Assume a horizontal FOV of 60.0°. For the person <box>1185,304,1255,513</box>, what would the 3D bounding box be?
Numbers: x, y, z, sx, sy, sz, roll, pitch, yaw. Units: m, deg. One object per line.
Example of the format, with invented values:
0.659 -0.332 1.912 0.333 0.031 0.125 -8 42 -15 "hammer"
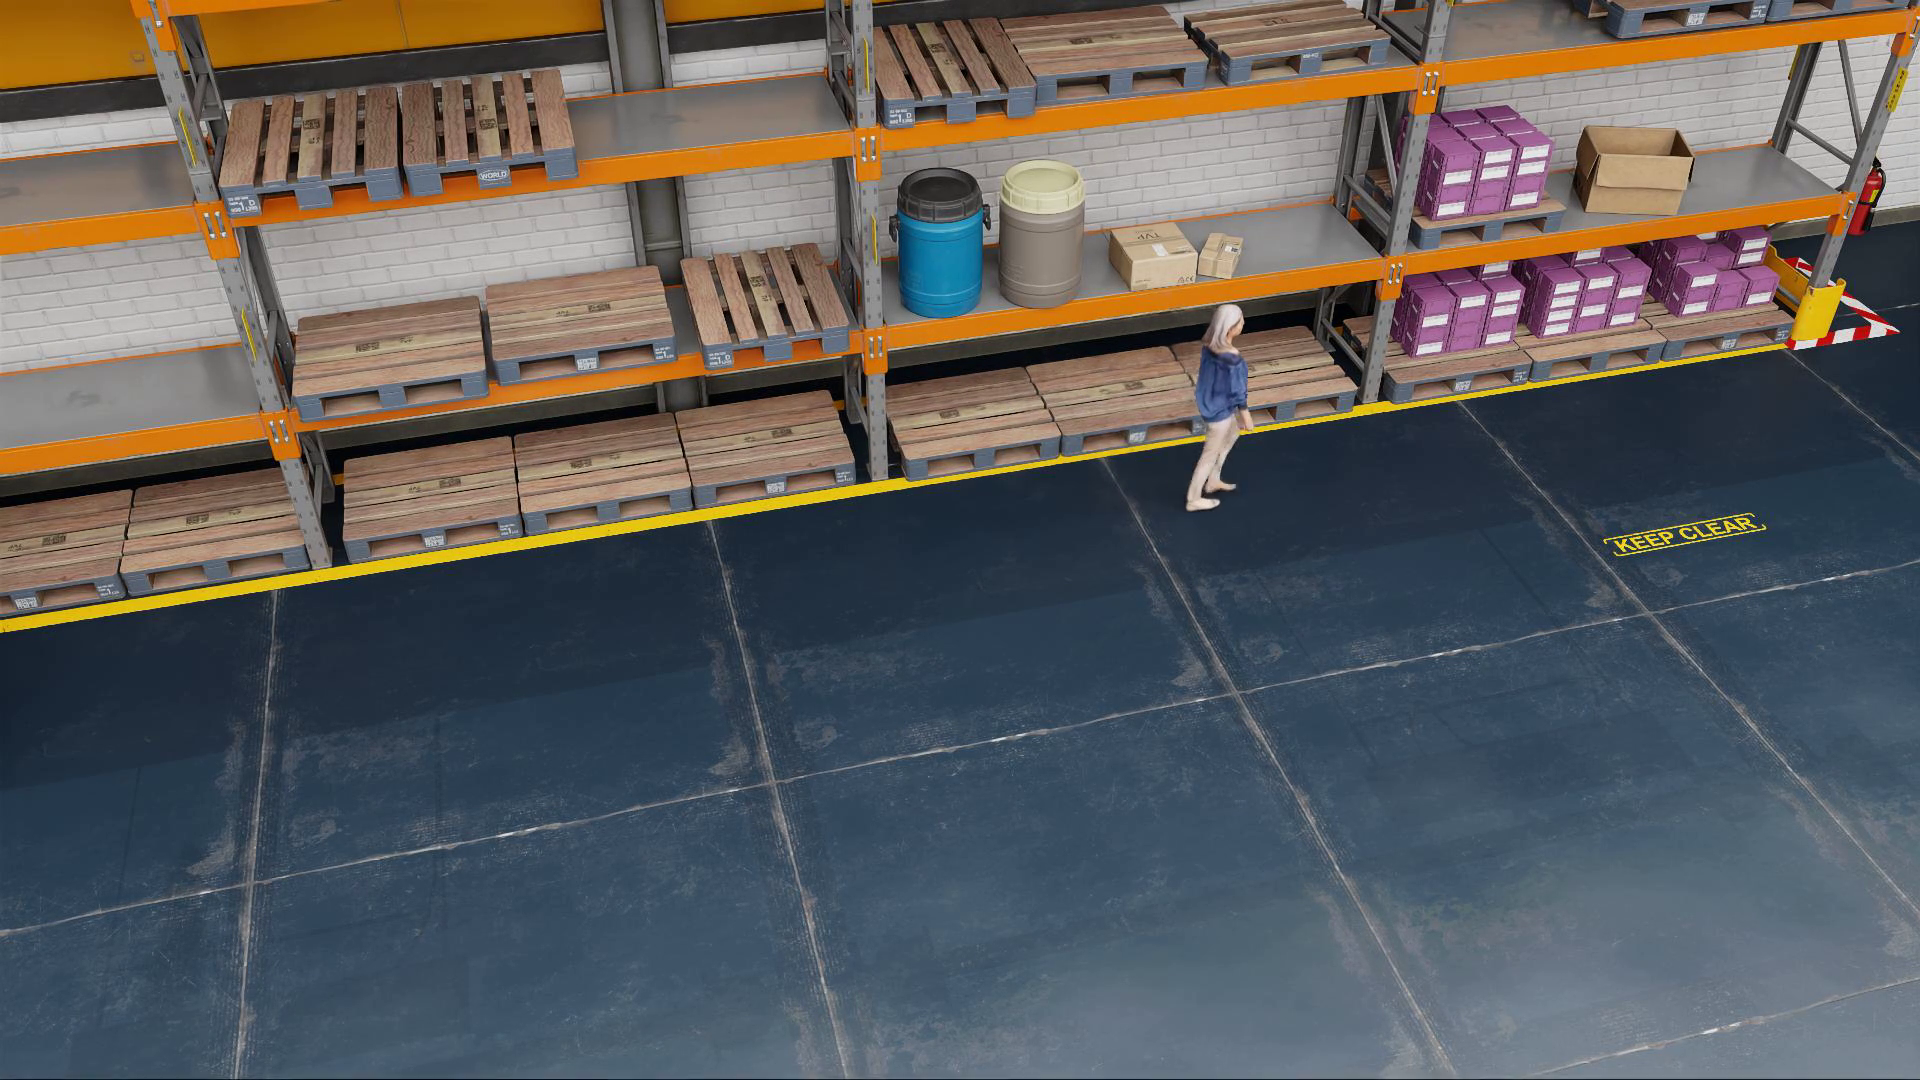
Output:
1.723 -0.887 11.645 0.661 1.685 0.618 -8 39 -10 "person"
